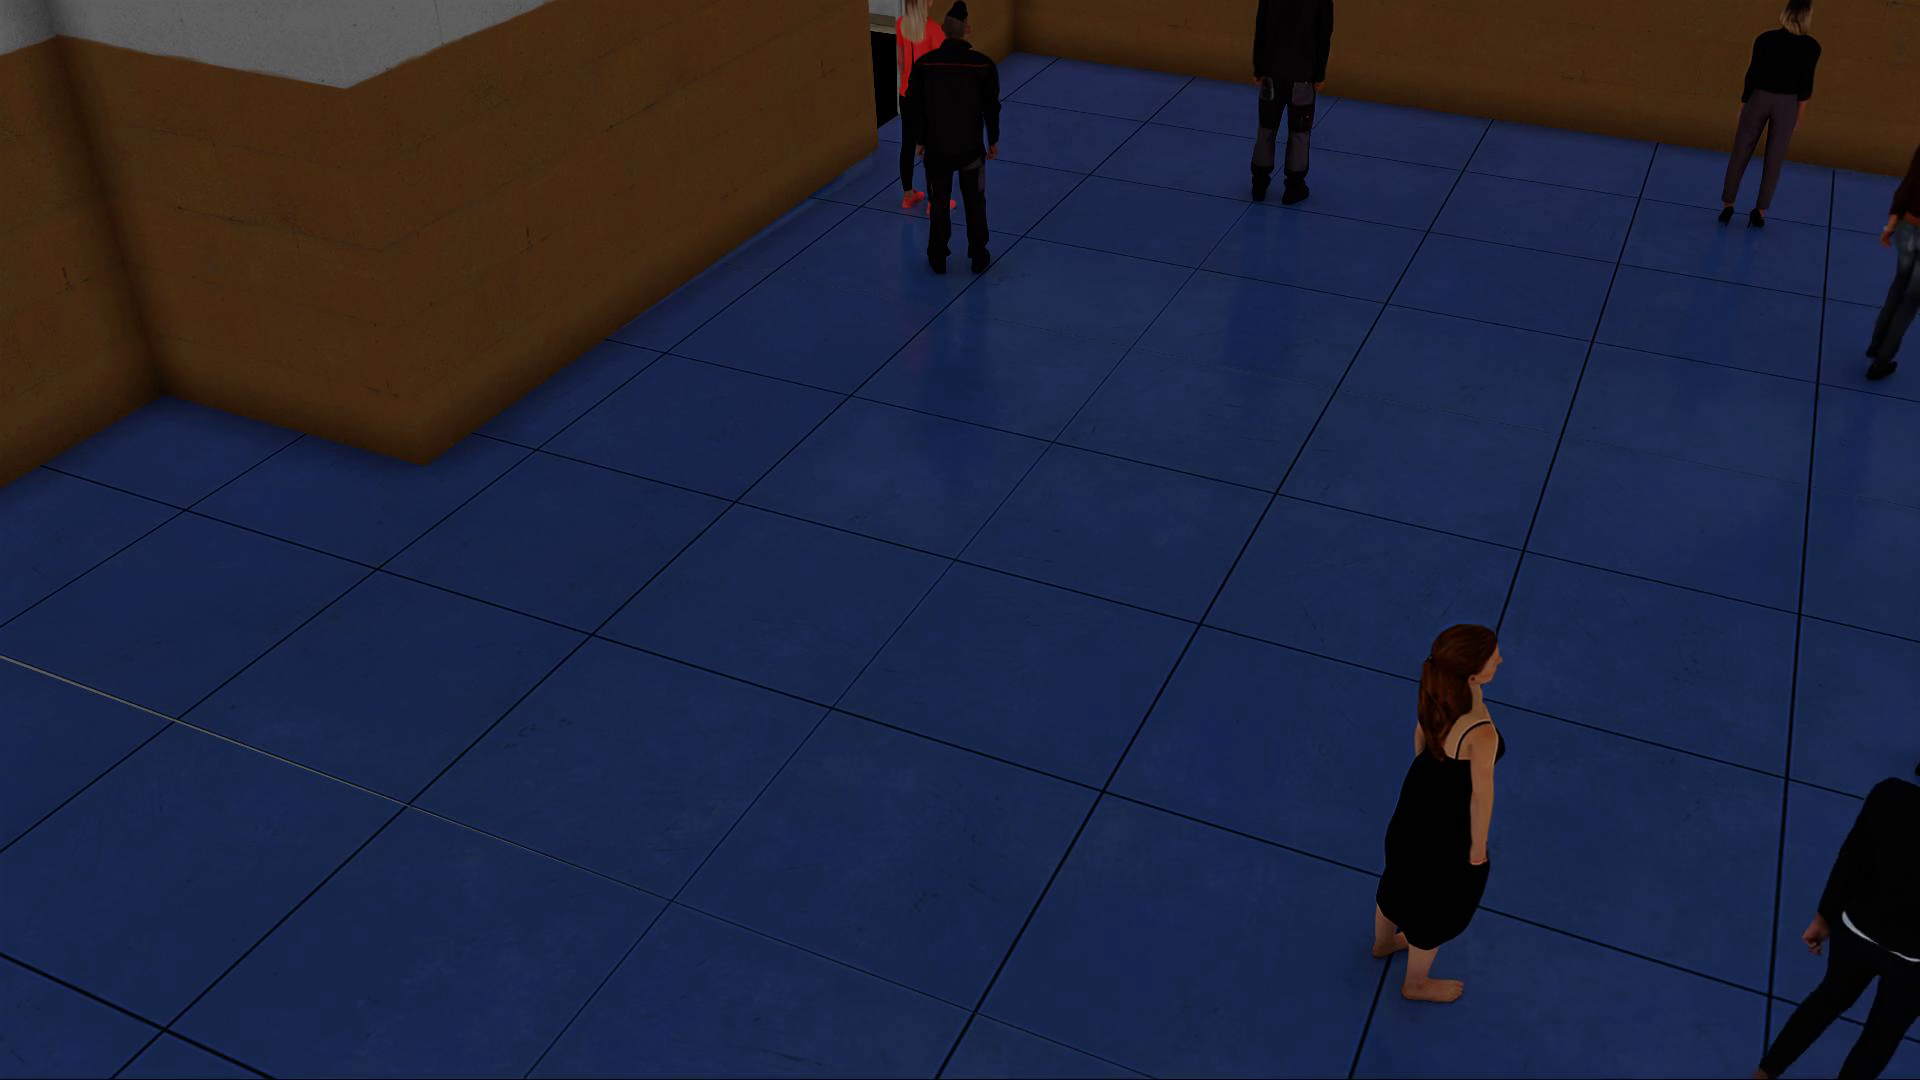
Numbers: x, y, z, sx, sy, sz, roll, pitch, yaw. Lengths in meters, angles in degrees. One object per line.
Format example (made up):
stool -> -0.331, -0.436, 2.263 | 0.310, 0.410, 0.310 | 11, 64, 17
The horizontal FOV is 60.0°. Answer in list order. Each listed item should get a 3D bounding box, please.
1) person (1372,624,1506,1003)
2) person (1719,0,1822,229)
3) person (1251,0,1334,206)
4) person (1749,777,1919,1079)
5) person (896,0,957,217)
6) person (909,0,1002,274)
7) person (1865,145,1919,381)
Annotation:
person -> 1.693, 0.960, 5.884 | 0.736, 1.625, 0.681 | -10, 35, -14
person -> 5.766, -3.036, 11.849 | 0.470, 1.671, 0.665 | 17, 37, 23
person -> 2.415, -3.446, 12.220 | 0.537, 1.944, 0.769 | 12, 36, 18
person -> 2.814, 1.330, 5.154 | 0.935, 1.818, 0.929 | -18, 38, -25
person -> -0.277, -3.218, 12.101 | 0.540, 1.695, 0.696 | 23, 40, 31
person -> -0.029, -2.694, 11.142 | 0.722, 1.862, 0.910 | 1, 34, 2
person -> 5.674, -1.754, 9.838 | 0.837, 1.765, 0.724 | -22, 40, -30
